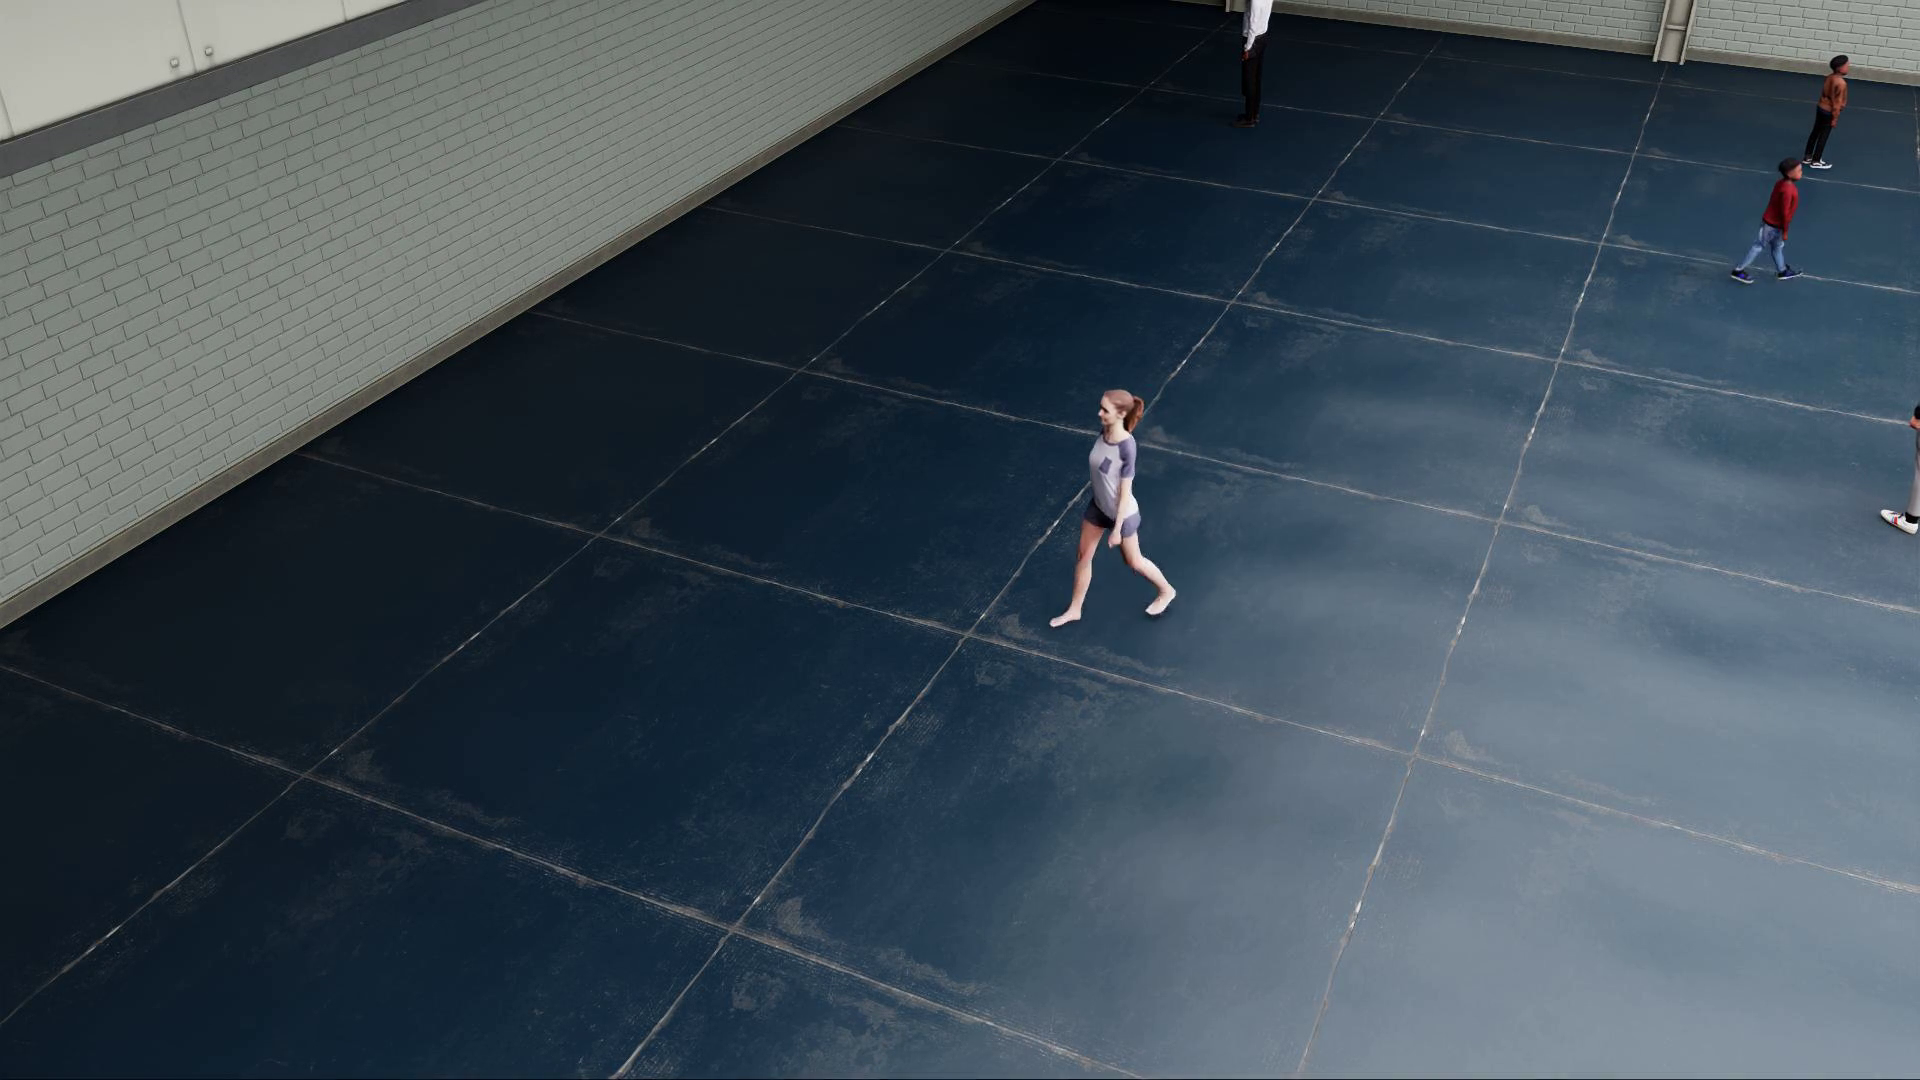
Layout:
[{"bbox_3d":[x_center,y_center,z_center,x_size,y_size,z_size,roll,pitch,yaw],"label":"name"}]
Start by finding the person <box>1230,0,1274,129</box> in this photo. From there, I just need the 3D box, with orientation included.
[{"bbox_3d":[3.499,-5.853,19.772,0.536,1.837,0.644,16,36,24],"label":"person"}]

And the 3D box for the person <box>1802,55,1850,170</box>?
[{"bbox_3d":[9.742,-4.822,18.684,0.603,1.254,0.589,-2,32,-2],"label":"person"}]

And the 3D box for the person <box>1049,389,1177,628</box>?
[{"bbox_3d":[1.096,-0.190,10.896,1.135,1.729,1.098,-12,34,-19],"label":"person"}]

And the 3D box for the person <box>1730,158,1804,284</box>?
[{"bbox_3d":[7.707,-3.031,15.867,0.916,1.229,0.621,8,33,12],"label":"person"}]
